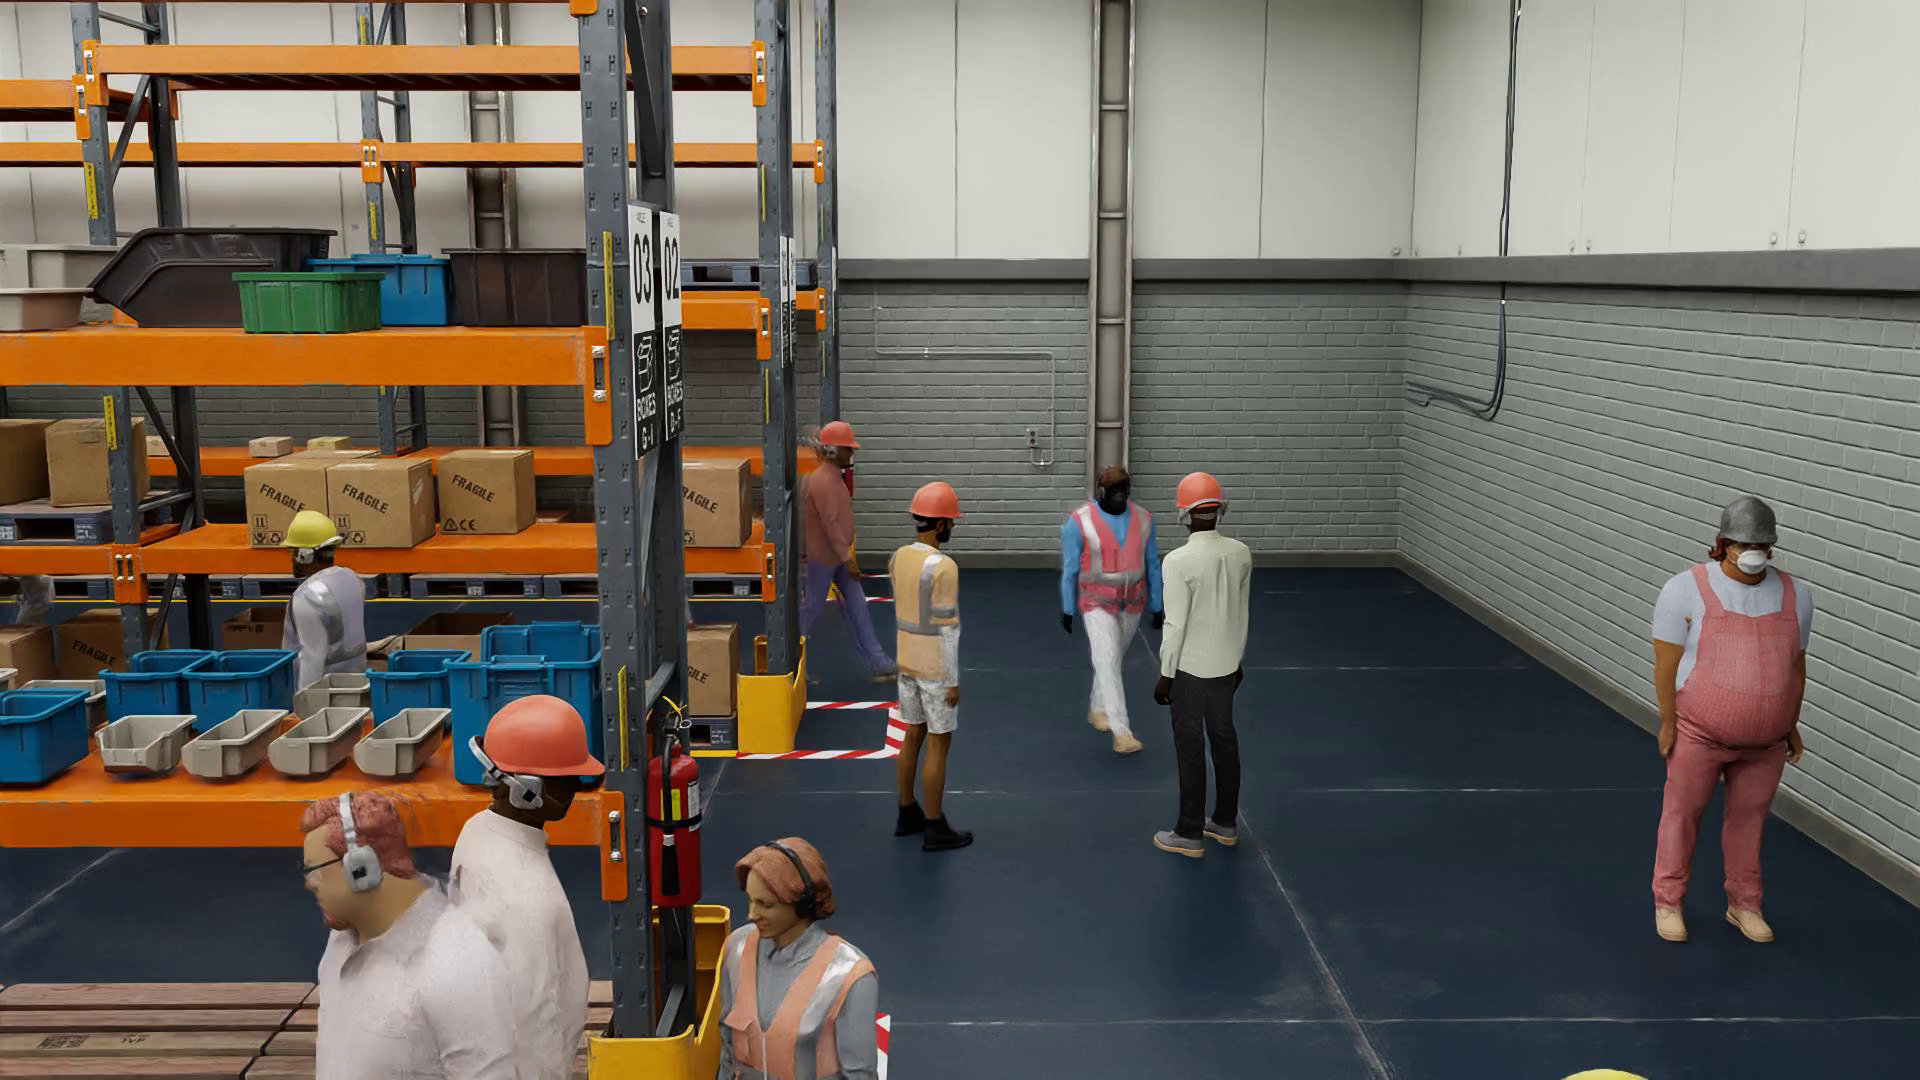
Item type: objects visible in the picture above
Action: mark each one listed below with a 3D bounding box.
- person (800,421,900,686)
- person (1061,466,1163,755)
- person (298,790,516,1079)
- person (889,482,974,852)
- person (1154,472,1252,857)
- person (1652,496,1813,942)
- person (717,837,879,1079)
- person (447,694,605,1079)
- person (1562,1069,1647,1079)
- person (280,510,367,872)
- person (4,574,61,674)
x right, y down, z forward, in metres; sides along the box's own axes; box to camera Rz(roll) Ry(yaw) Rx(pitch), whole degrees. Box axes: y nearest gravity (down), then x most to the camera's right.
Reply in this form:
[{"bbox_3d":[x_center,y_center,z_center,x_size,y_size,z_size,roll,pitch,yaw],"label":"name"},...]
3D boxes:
[{"bbox_3d":[-0.887,0.119,12.023,0.999,1.944,0.622,2,9,12],"label":"person"},{"bbox_3d":[0.996,0.418,10.632,0.644,1.792,0.949,-3,10,-20],"label":"person"},{"bbox_3d":[-1.251,1.492,3.800,0.501,1.872,0.687,-8,12,-40],"label":"person"},{"bbox_3d":[-0.145,0.654,8.751,0.375,1.929,0.552,-6,11,-32],"label":"person"},{"bbox_3d":[1.247,0.641,8.642,0.622,1.990,0.388,-7,12,-38],"label":"person"},{"bbox_3d":[3.479,0.809,7.465,0.678,2.000,0.536,1,9,3],"label":"person"},{"bbox_3d":[-0.408,1.540,4.237,0.524,1.631,0.316,7,11,36],"label":"person"},{"bbox_3d":[-1.099,1.362,4.274,0.410,1.980,0.629,-4,10,-25],"label":"person"},{"bbox_3d":[0.994,1.699,2.526,0.984,1.869,0.582,0,9,1],"label":"person"},{"bbox_3d":[-3.213,0.758,8.417,0.404,1.829,0.600,1,9,3],"label":"person"},{"bbox_3d":[-6.855,0.083,12.289,0.425,1.918,0.653,-2,9,-11],"label":"person"}]
